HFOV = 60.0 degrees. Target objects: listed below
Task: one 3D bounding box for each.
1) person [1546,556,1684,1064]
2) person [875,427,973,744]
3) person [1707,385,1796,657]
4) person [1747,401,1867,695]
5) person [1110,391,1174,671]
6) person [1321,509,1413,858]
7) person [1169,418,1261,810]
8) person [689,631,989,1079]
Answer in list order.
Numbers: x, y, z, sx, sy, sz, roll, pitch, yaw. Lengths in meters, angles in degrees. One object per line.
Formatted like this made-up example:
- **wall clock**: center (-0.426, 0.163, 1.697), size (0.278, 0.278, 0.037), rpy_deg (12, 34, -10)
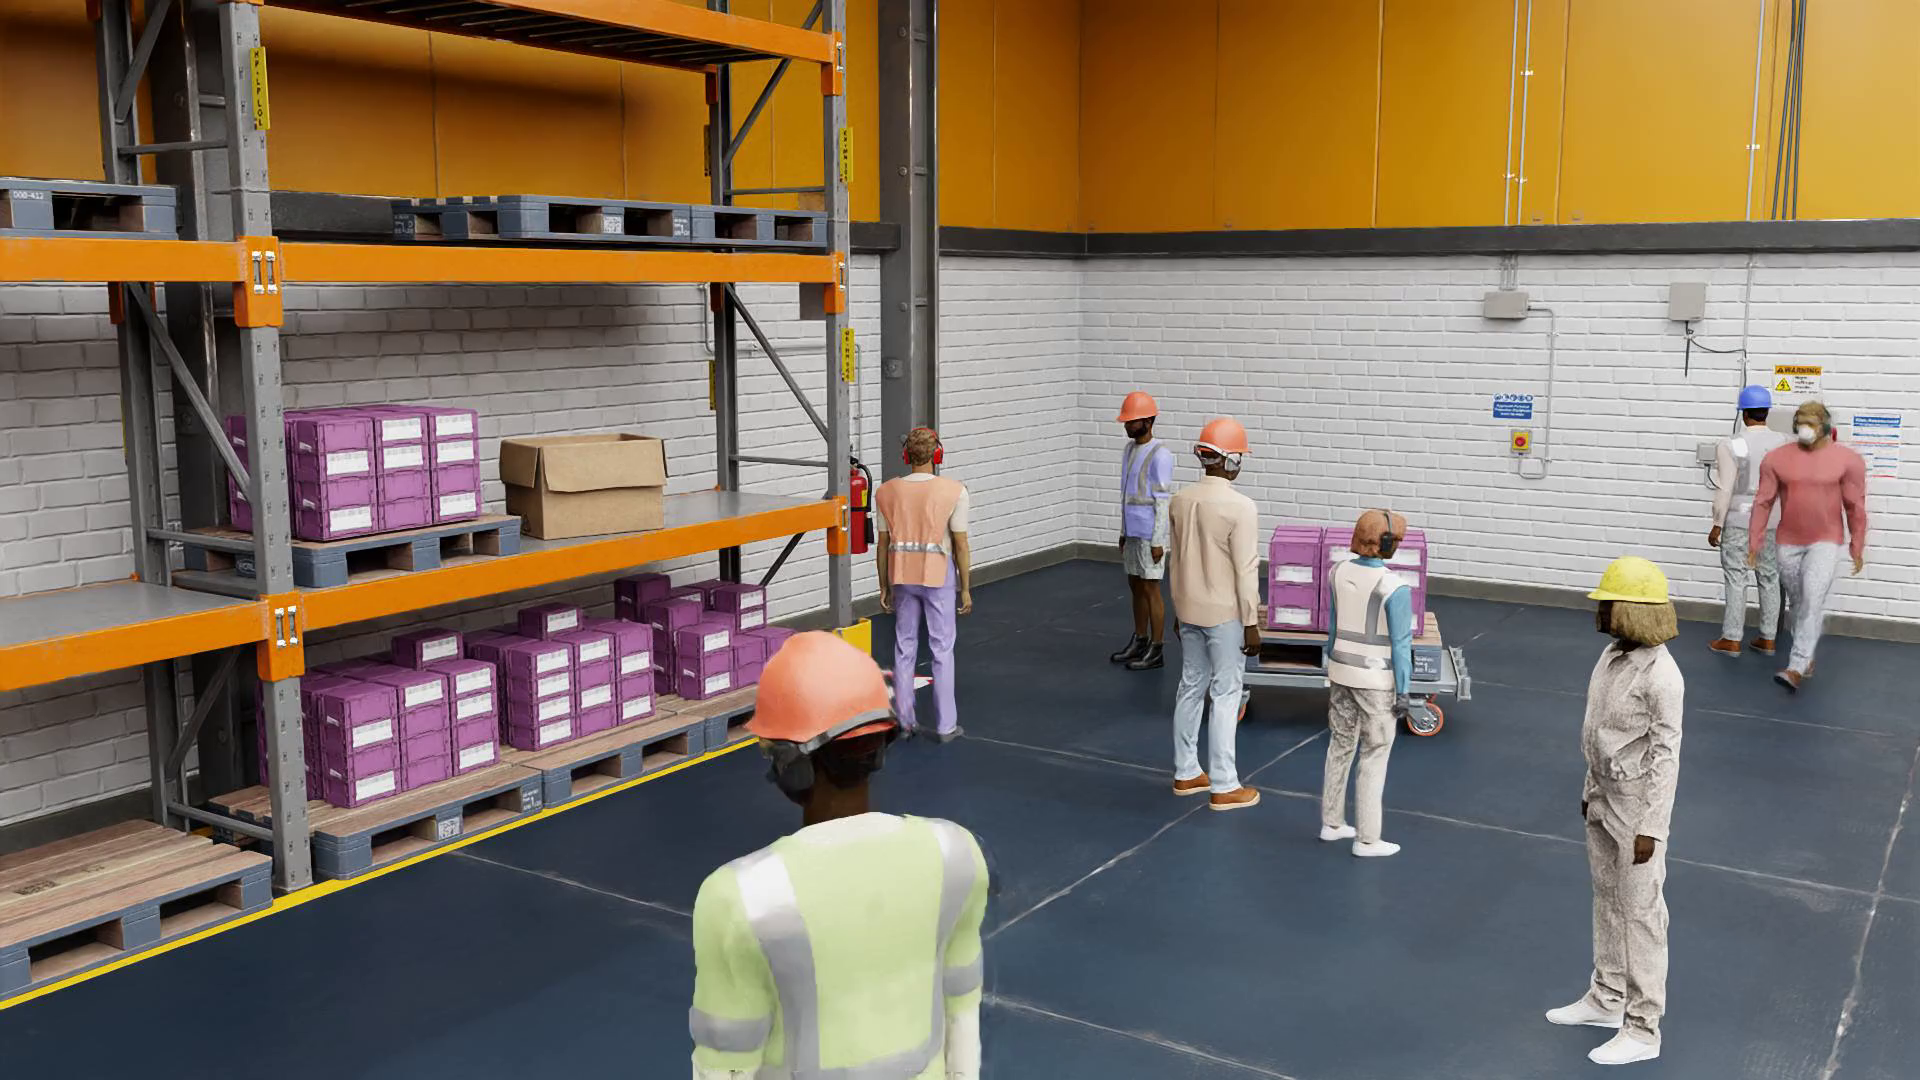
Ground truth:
- **person**: center (2.268, 0.917, 5.714), size (0.297, 1.745, 0.484), rpy_deg (-1, 9, -4)
- **person**: center (-0.216, 0.270, 9.631), size (0.567, 1.841, 0.402), rpy_deg (3, 9, 18)
- **person**: center (5.652, -0.134, 11.899), size (0.615, 1.942, 0.408), rpy_deg (-1, 9, -8)
- **person**: center (5.527, 0.042, 10.901), size (0.656, 1.892, 0.994), rpy_deg (8, 12, 43)
- **person**: center (1.244, -0.063, 11.504), size (0.386, 1.929, 0.543), rpy_deg (-3, 9, -22)
- **person**: center (1.889, 0.665, 7.730), size (0.317, 1.631, 0.525), rpy_deg (-5, 10, -29)
- **person**: center (1.310, 0.372, 8.495), size (0.398, 1.988, 0.615), rpy_deg (-6, 10, -32)
- **person**: center (-0.190, 1.182, 3.120), size (0.606, 2.024, 0.677), rpy_deg (-6, 10, -33)
